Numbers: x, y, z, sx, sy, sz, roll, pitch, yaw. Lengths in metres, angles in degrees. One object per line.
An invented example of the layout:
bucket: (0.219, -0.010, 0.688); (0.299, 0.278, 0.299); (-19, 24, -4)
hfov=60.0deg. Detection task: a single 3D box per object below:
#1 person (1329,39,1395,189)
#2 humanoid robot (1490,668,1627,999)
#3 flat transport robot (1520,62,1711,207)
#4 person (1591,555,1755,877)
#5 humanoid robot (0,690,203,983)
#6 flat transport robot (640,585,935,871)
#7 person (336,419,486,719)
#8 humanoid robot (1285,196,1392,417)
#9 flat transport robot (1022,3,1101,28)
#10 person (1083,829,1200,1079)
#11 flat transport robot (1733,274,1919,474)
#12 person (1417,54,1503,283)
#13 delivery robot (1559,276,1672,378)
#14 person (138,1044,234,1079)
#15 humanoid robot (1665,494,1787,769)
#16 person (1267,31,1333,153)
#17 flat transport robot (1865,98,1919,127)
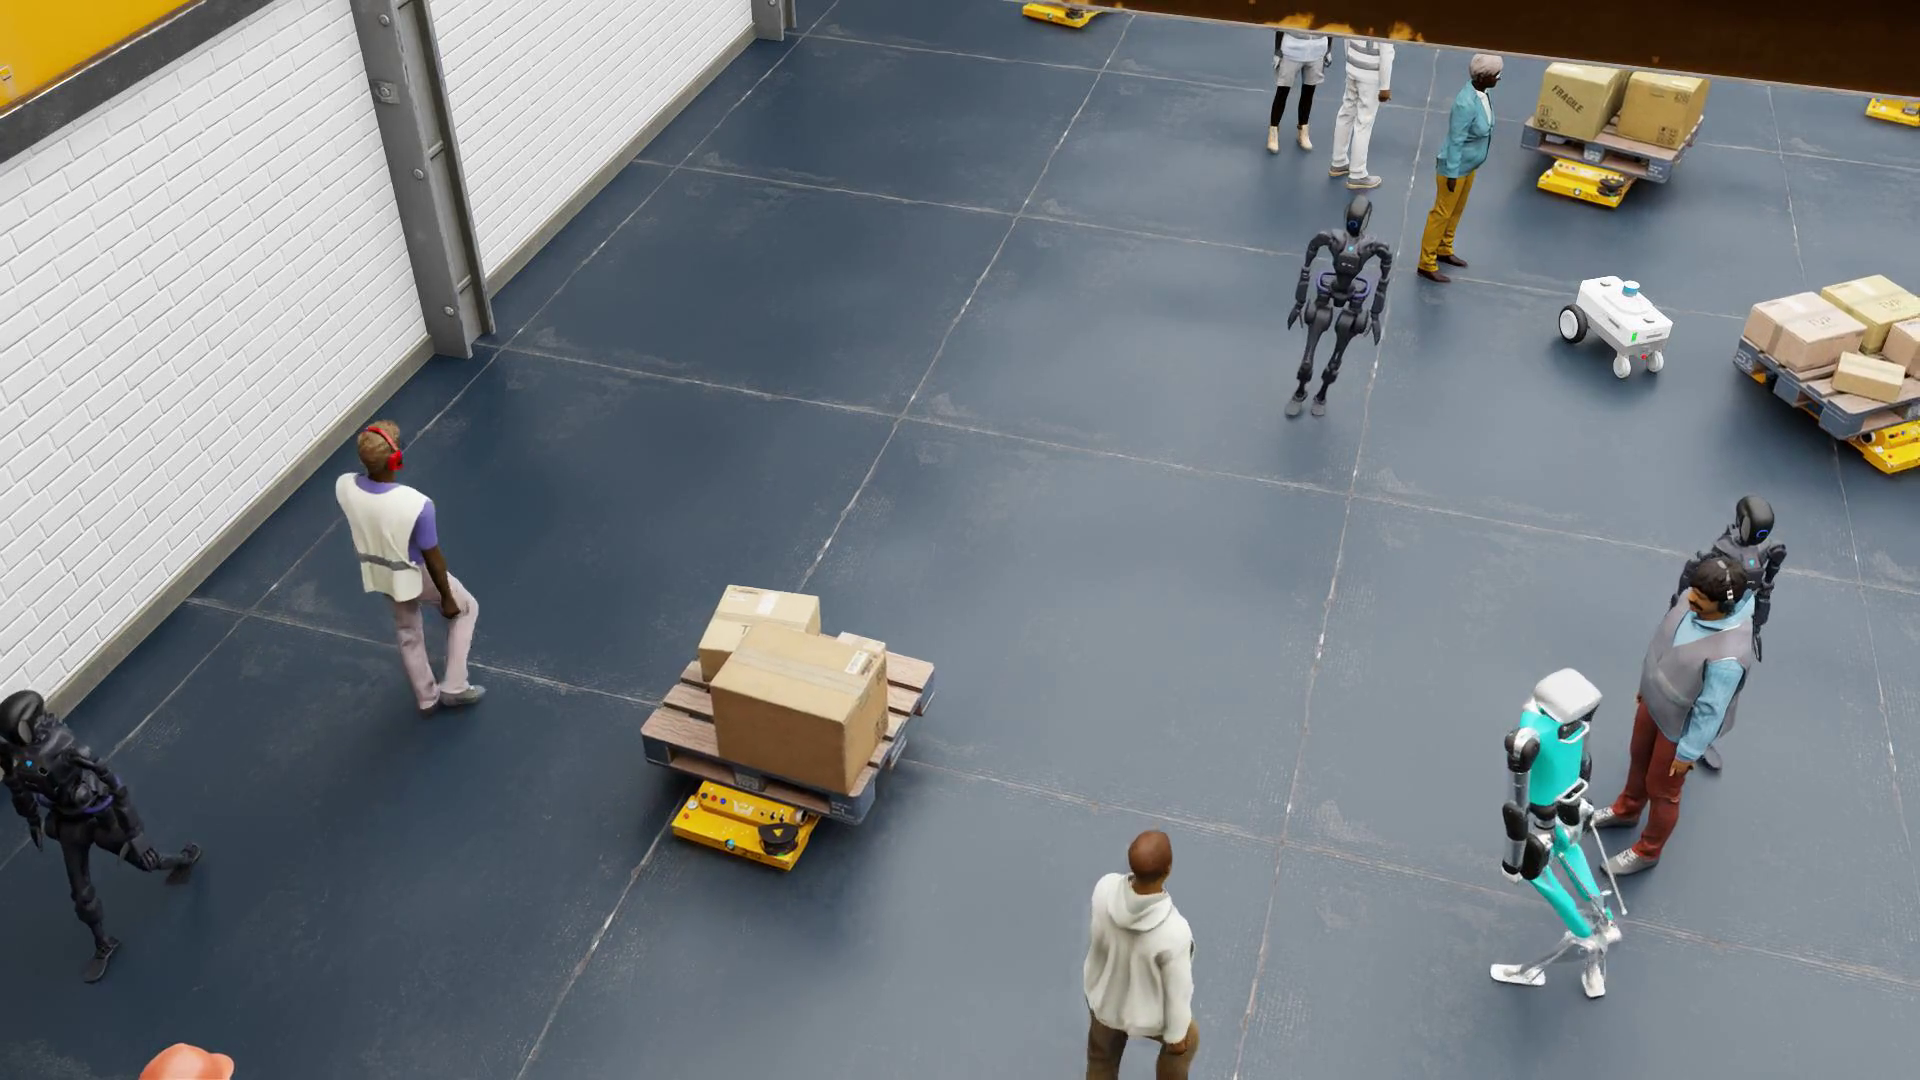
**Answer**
person: (3.283, -3.760, 13.395); (0.356, 1.882, 0.574); (-15, 41, -18)
humanoid robot: (2.681, 1.385, 7.104); (0.603, 1.769, 0.867); (-27, 46, -30)
flat transport robot: (5.436, -3.233, 14.026); (0.659, 0.231, 1.431); (23, 44, 26)
person: (3.337, 0.817, 7.714); (0.414, 1.871, 0.540); (-2, 39, -2)
humanoid robot: (-3.880, 1.198, 7.449); (0.610, 1.637, 0.780); (6, 39, 7)
flat transport robot: (-0.874, 1.068, 8.676); (0.659, 0.231, 1.431); (14, 41, 17)
person: (-2.806, 0.175, 8.541); (0.562, 1.823, 0.481); (12, 40, 14)
humanoid robot: (2.440, -1.503, 10.758); (0.611, 1.644, 0.413); (10, 40, 12)
flat transport robot: (1.287, -5.599, 16.968); (0.659, 0.231, 1.431); (23, 44, 26)
person: (0.749, 1.771, 6.615); (0.549, 1.740, 0.682); (31, 48, 33)
flat transport robot: (5.988, -0.969, 11.210); (0.659, 0.231, 1.431); (-14, 41, -16)
person: (3.693, -2.750, 12.246); (0.344, 1.750, 0.528); (24, 44, 26)
delivery robot: (4.641, -1.550, 11.702); (0.499, 0.592, 0.774); (-11, 40, -13)
person: (-2.447, 2.383, 5.713); (0.545, 1.934, 0.372); (-2, 39, -2)
humanoid robot: (3.742, 0.468, 8.290); (0.609, 1.649, 0.345); (-8, 39, -10)
person: (2.869, -4.071, 13.926); (0.539, 1.696, 0.317); (-4, 39, -6)
flat transport robot: (8.732, -4.104, 15.109); (0.659, 0.231, 1.431); (23, 44, 25)
